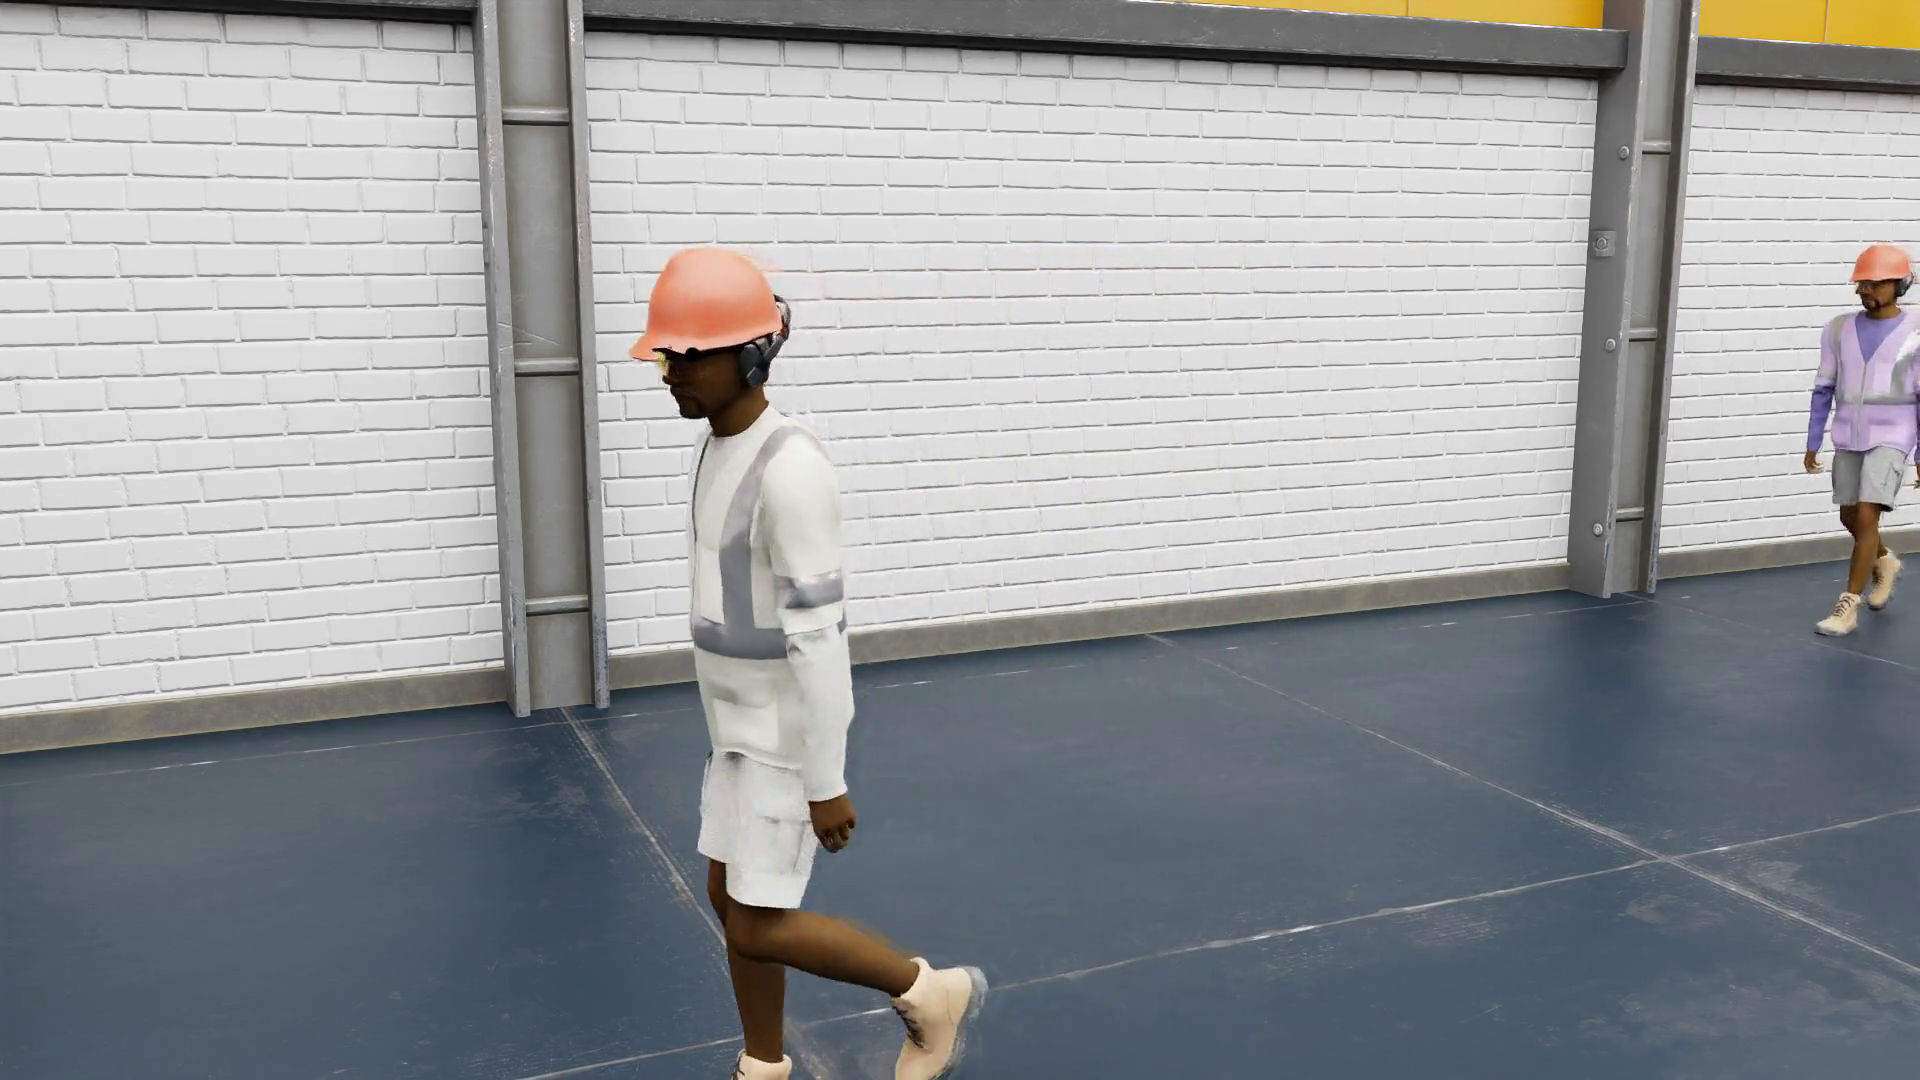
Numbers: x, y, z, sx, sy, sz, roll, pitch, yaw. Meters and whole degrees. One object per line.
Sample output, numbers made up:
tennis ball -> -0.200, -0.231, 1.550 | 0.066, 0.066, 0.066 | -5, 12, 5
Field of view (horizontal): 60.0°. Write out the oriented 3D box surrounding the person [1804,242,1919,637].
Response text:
person -> 4.785, -0.535, 8.662 | 0.950, 2.014, 0.620 | -7, 13, -35

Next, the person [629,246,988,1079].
person -> -0.337, 0.386, 3.568 | 0.689, 2.013, 0.612 | -4, 11, -22
